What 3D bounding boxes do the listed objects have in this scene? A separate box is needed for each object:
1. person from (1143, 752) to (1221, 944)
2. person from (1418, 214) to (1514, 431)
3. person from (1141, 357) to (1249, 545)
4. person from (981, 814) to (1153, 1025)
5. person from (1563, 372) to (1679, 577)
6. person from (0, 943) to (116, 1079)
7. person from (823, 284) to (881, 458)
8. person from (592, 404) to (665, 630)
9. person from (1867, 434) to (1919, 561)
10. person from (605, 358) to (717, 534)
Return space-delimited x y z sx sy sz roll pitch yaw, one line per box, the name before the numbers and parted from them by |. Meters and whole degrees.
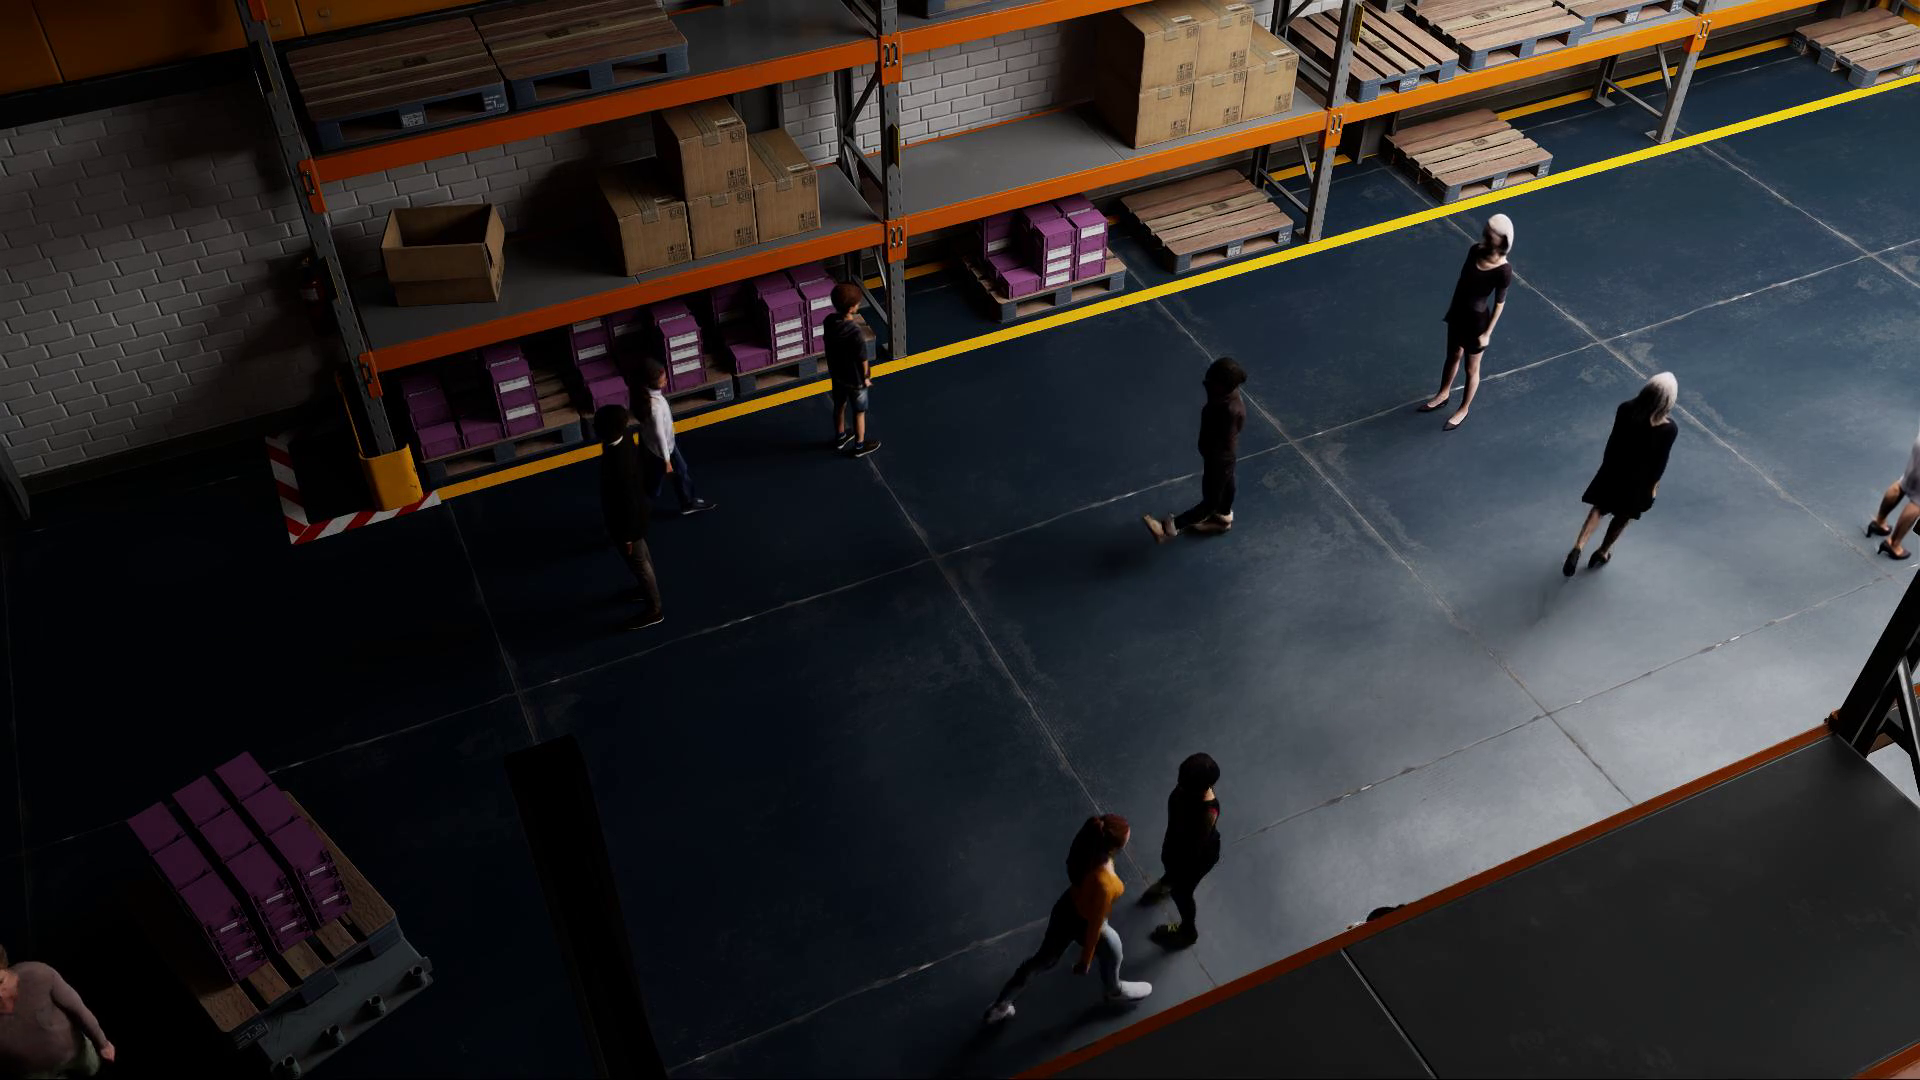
person | 1.292 1.682 9.067 0.630 1.531 0.688 -1 44 -2
person | 3.793 -1.625 12.320 0.496 1.832 0.586 -20 47 -20
person | 1.622 -0.560 11.339 1.029 1.644 0.812 -7 44 -7
person | 0.556 2.007 8.586 1.238 1.724 0.744 -14 45 -14
person | 4.408 -0.374 11.079 0.982 1.732 0.774 -33 53 -30
person | -4.418 2.433 8.060 1.282 1.833 0.958 -29 51 -27
person | -0.821 -1.244 12.197 0.619 1.450 0.643 30 51 27
person | -2.160 -0.166 10.812 0.624 1.800 0.696 -10 44 -10
person | 6.650 -0.601 11.309 0.632 1.745 0.633 -3 44 -3
person | -2.172 -0.605 11.474 1.039 1.523 0.568 -17 46 -18
